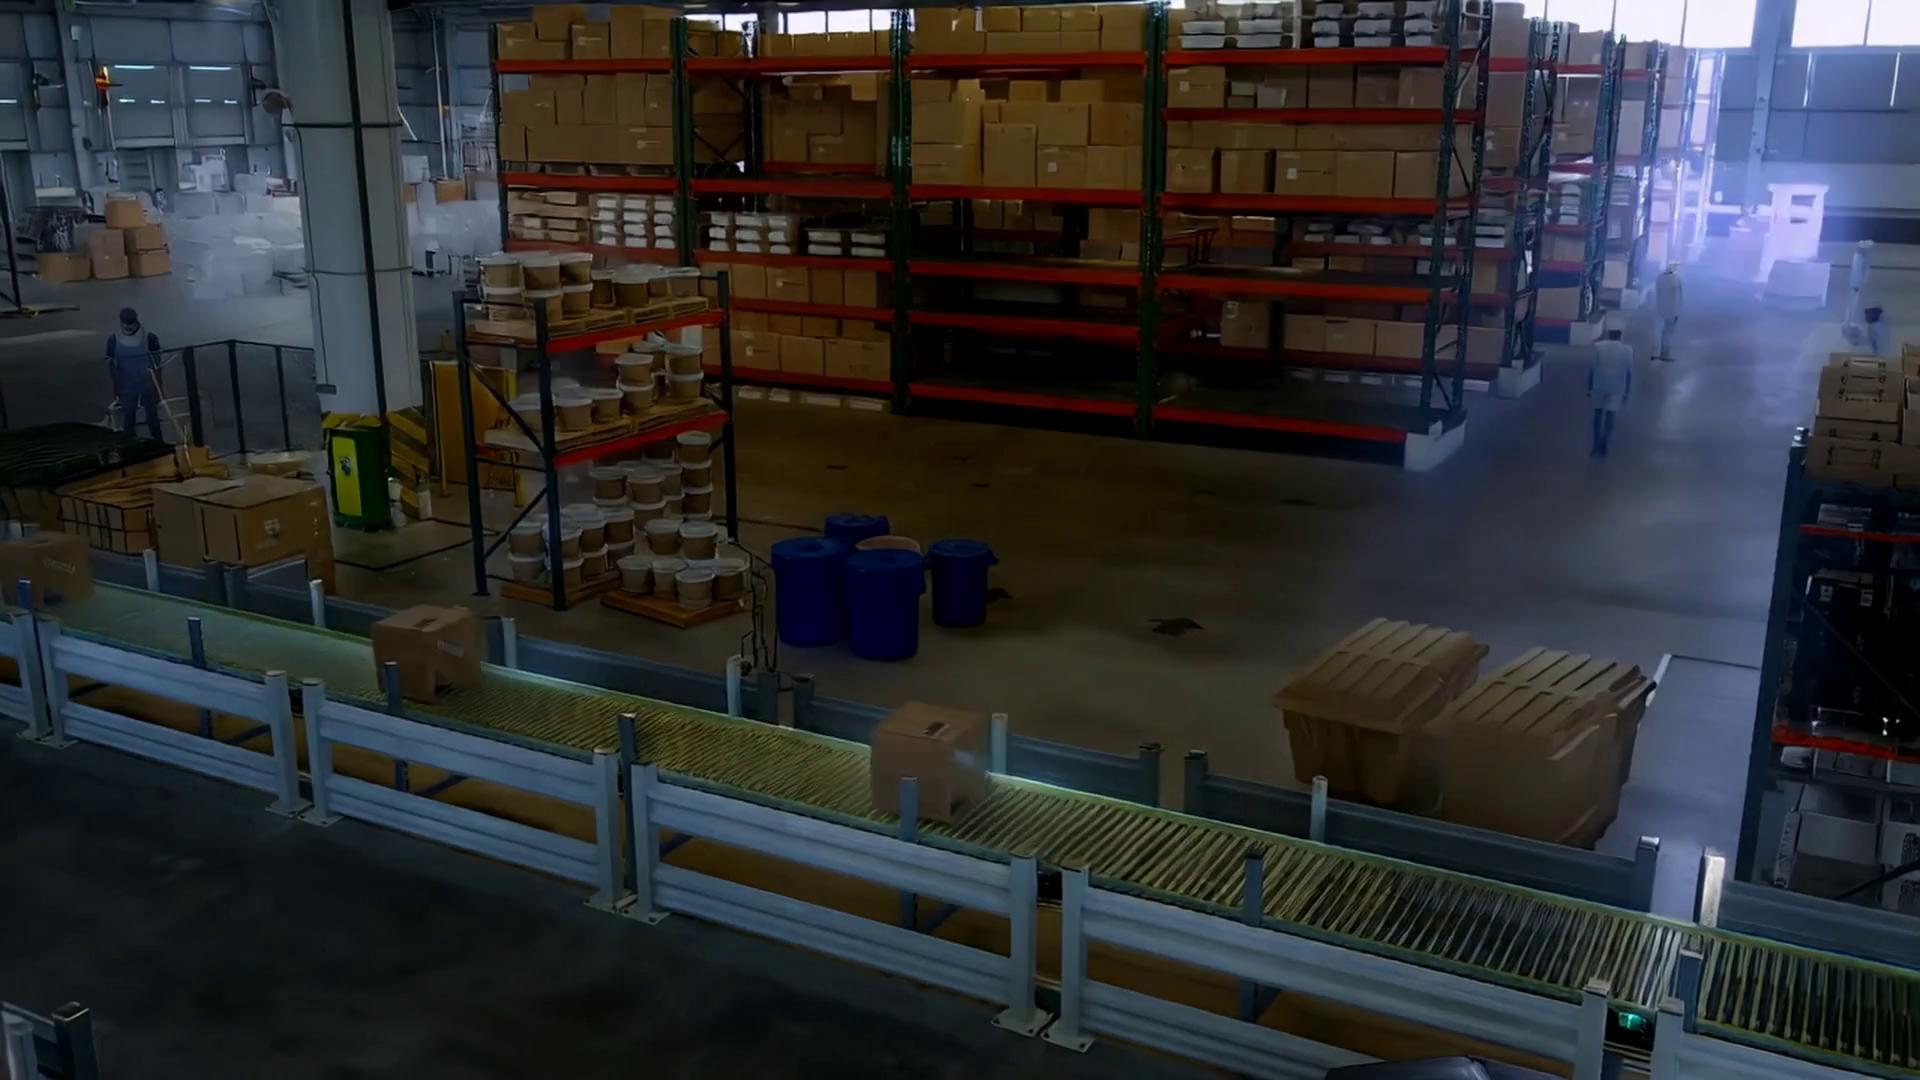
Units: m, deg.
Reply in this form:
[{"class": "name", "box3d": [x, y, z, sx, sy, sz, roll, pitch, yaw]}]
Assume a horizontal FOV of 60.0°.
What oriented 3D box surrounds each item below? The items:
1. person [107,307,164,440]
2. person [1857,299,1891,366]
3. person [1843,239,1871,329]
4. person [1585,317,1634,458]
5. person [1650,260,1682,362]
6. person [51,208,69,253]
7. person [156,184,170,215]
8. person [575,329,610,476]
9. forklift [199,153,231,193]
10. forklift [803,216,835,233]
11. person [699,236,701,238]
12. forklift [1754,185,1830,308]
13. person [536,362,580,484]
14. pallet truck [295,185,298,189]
[{"class": "person", "box3d": [-11.349, -2.190, 22.940, 0.681, 2.000, 0.536, -5, 16, -18]}, {"class": "person", "box3d": [13.237, -2.475, 24.101, 0.609, 2.000, 0.902, -6, 16, -20]}, {"class": "person", "box3d": [19.238, -5.481, 35.598, 0.397, 1.900, 0.644, 9, 17, 31]}, {"class": "person", "box3d": [8.968, -2.123, 22.947, 0.554, 1.899, 0.896, 8, 17, 28]}, {"class": "person", "box3d": [13.240, -4.283, 31.086, 0.400, 1.902, 0.642, -5, 16, -18]}, {"class": "person", "box3d": [-26.782, -9.062, 49.541, 0.517, 1.639, 0.314, 1, 15, 5]}, {"class": "person", "box3d": [-27.477, -11.307, 57.432, 0.374, 1.928, 0.543, -9, 18, -32]}, {"class": "person", "box3d": [-4.799, -1.849, 21.745, 0.395, 1.993, 0.616, 2, 15, 9]}, {"class": "forklift", "box3d": [-27.440, -12.865, 61.464, 1.873, 2.768, 1.129, 8, 17, 28]}, {"class": "forklift", "box3d": [-2.598, -4.664, 30.635, 1.873, 2.768, 1.129, 8, 17, 28]}, {"class": "person", "box3d": [-6.140, -6.470, 39.790, 0.514, 1.644, 0.307, 1, 15, 5]}, {"class": "forklift", "box3d": [19.787, -6.969, 39.300, 1.129, 2.768, 1.873, 3, 15, 9]}, {"class": "person", "box3d": [-5.198, -1.521, 21.273, 0.821, 1.583, 0.559, 8, 17, 27]}, {"class": "pallet truck", "box3d": [-26.804, -14.617, 69.738, 1.885, 1.965, 0.823, -14, 20, -42]}]
